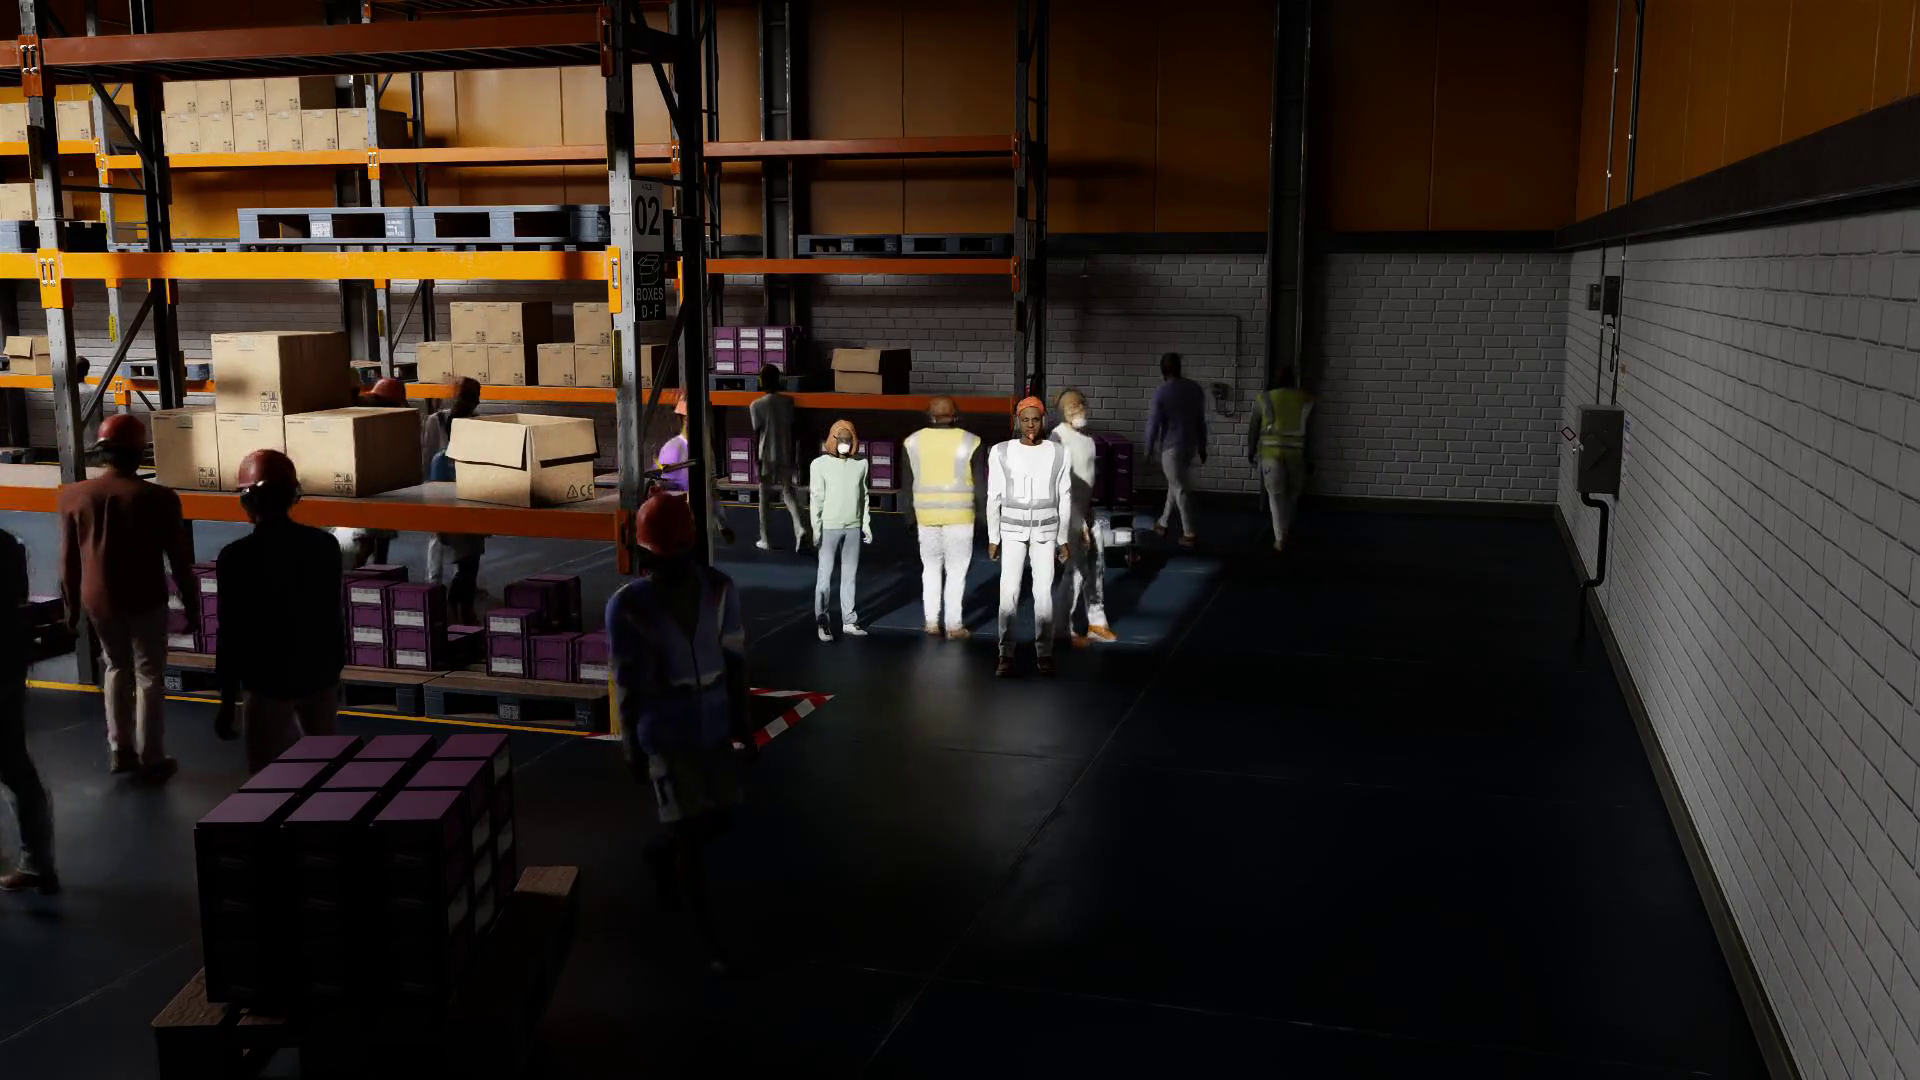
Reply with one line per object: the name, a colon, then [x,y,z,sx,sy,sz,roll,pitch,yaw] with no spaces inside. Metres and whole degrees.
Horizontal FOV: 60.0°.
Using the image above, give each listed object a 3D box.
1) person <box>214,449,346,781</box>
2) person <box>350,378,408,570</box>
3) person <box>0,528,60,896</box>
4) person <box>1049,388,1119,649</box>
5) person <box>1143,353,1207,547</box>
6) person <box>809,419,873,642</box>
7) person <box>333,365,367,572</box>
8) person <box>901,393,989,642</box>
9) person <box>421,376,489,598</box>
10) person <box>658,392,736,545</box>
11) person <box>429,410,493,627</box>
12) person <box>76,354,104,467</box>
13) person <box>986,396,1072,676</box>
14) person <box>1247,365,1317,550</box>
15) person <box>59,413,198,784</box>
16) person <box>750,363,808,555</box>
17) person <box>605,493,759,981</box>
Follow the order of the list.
person: [-2.837,0.613,7.094,0.596,1.977,0.674,5,11,28]
person: [-4.517,-0.315,12.938,0.592,1.891,0.423,-9,13,-42]
person: [-4.211,0.637,7.060,0.539,1.925,0.642,1,9,5]
person: [0.846,-0.148,11.918,0.447,1.891,0.685,4,10,23]
person: [2.072,-0.908,16.541,0.638,1.891,0.974,-6,11,-33]
person: [-0.875,-0.074,12.255,0.498,1.633,0.278,-6,11,-33]
person: [-5.330,-0.566,14.399,0.470,1.909,0.623,-2,10,-14]
person: [-0.083,-0.159,12.206,0.675,1.830,0.504,3,10,17]
person: [-4.175,-0.407,13.633,0.355,1.854,0.704,7,12,38]
person: [-1.828,-0.092,11.529,0.592,1.907,0.535,2,9,11]
person: [-3.676,-0.123,12.365,0.366,1.685,0.551,4,10,24]
person: [-8.860,-0.943,16.819,0.328,1.877,0.512,3,10,16]
person: [0.464,-0.020,11.169,0.574,1.882,0.356,-1,9,-4]
person: [3.156,-0.832,16.410,0.638,1.782,0.964,-1,9,-4]
person: [-4.378,0.316,8.809,0.659,1.977,0.453,-1,9,-7]
person: [-1.737,-0.775,15.920,0.533,1.843,0.861,-5,11,-29]
person: [-1.121,0.729,6.533,0.582,1.905,0.713,-6,11,-35]
